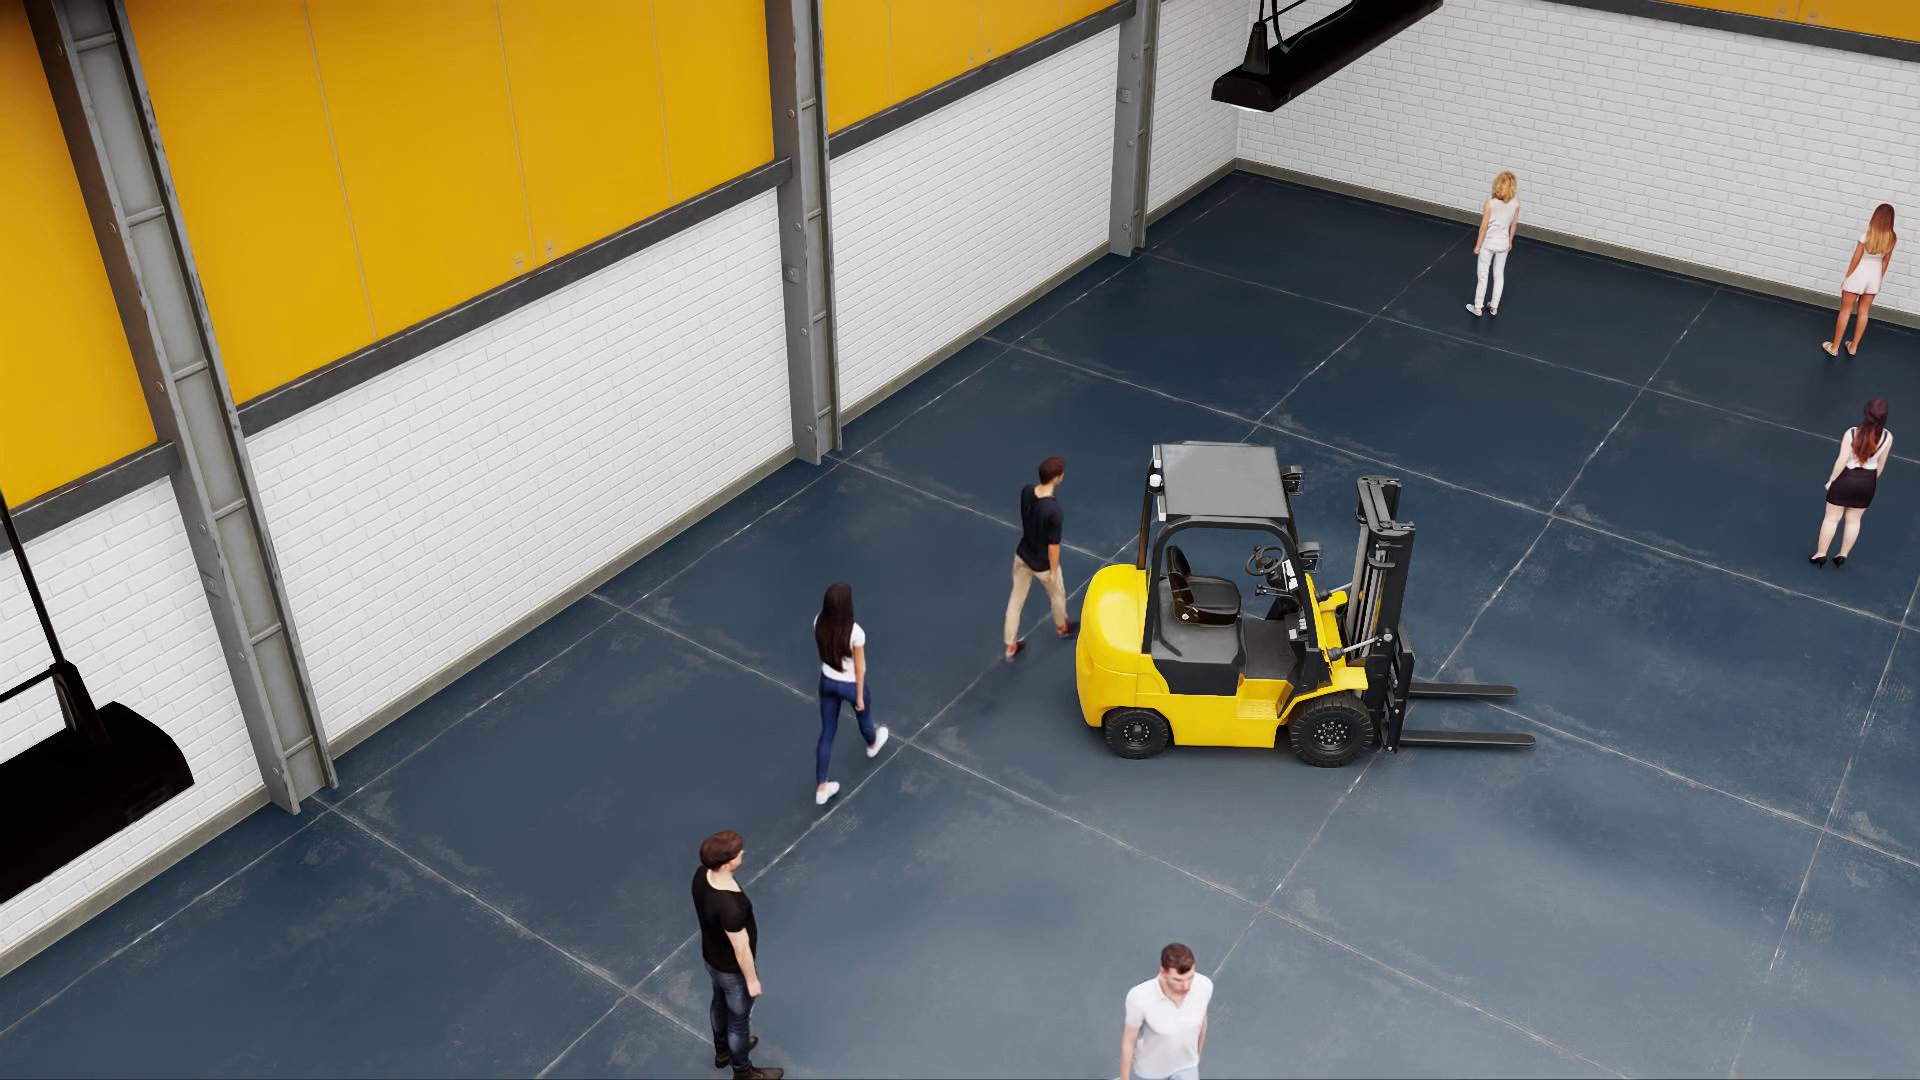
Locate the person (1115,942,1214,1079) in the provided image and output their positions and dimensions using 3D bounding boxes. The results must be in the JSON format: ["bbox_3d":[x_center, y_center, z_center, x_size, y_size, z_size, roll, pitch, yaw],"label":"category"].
[{"bbox_3d":[1.080,2.821,9.167,1.185,1.820,1.213,-7,34,-10],"label":"person"}]

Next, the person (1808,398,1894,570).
[{"bbox_3d":[7.666,-0.478,14.282,0.630,1.652,0.646,4,34,6],"label":"person"}]

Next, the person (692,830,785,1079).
[{"bbox_3d":[-1.349,2.439,9.673,0.721,1.896,0.753,-19,38,-26],"label":"person"}]

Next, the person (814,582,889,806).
[{"bbox_3d":[-0.889,1.111,11.824,0.690,1.727,1.151,17,37,24],"label":"person"}]

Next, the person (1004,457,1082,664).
[{"bbox_3d":[0.544,0.207,13.111,0.776,1.808,1.071,26,41,33],"label":"person"}]

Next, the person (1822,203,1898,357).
[{"bbox_3d":[9.611,-2.772,17.694,0.664,1.697,0.699,1,34,1],"label":"person"}]

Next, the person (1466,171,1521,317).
[{"bbox_3d":[5.954,-3.300,18.511,0.685,1.670,0.739,-4,34,-6],"label":"person"}]
